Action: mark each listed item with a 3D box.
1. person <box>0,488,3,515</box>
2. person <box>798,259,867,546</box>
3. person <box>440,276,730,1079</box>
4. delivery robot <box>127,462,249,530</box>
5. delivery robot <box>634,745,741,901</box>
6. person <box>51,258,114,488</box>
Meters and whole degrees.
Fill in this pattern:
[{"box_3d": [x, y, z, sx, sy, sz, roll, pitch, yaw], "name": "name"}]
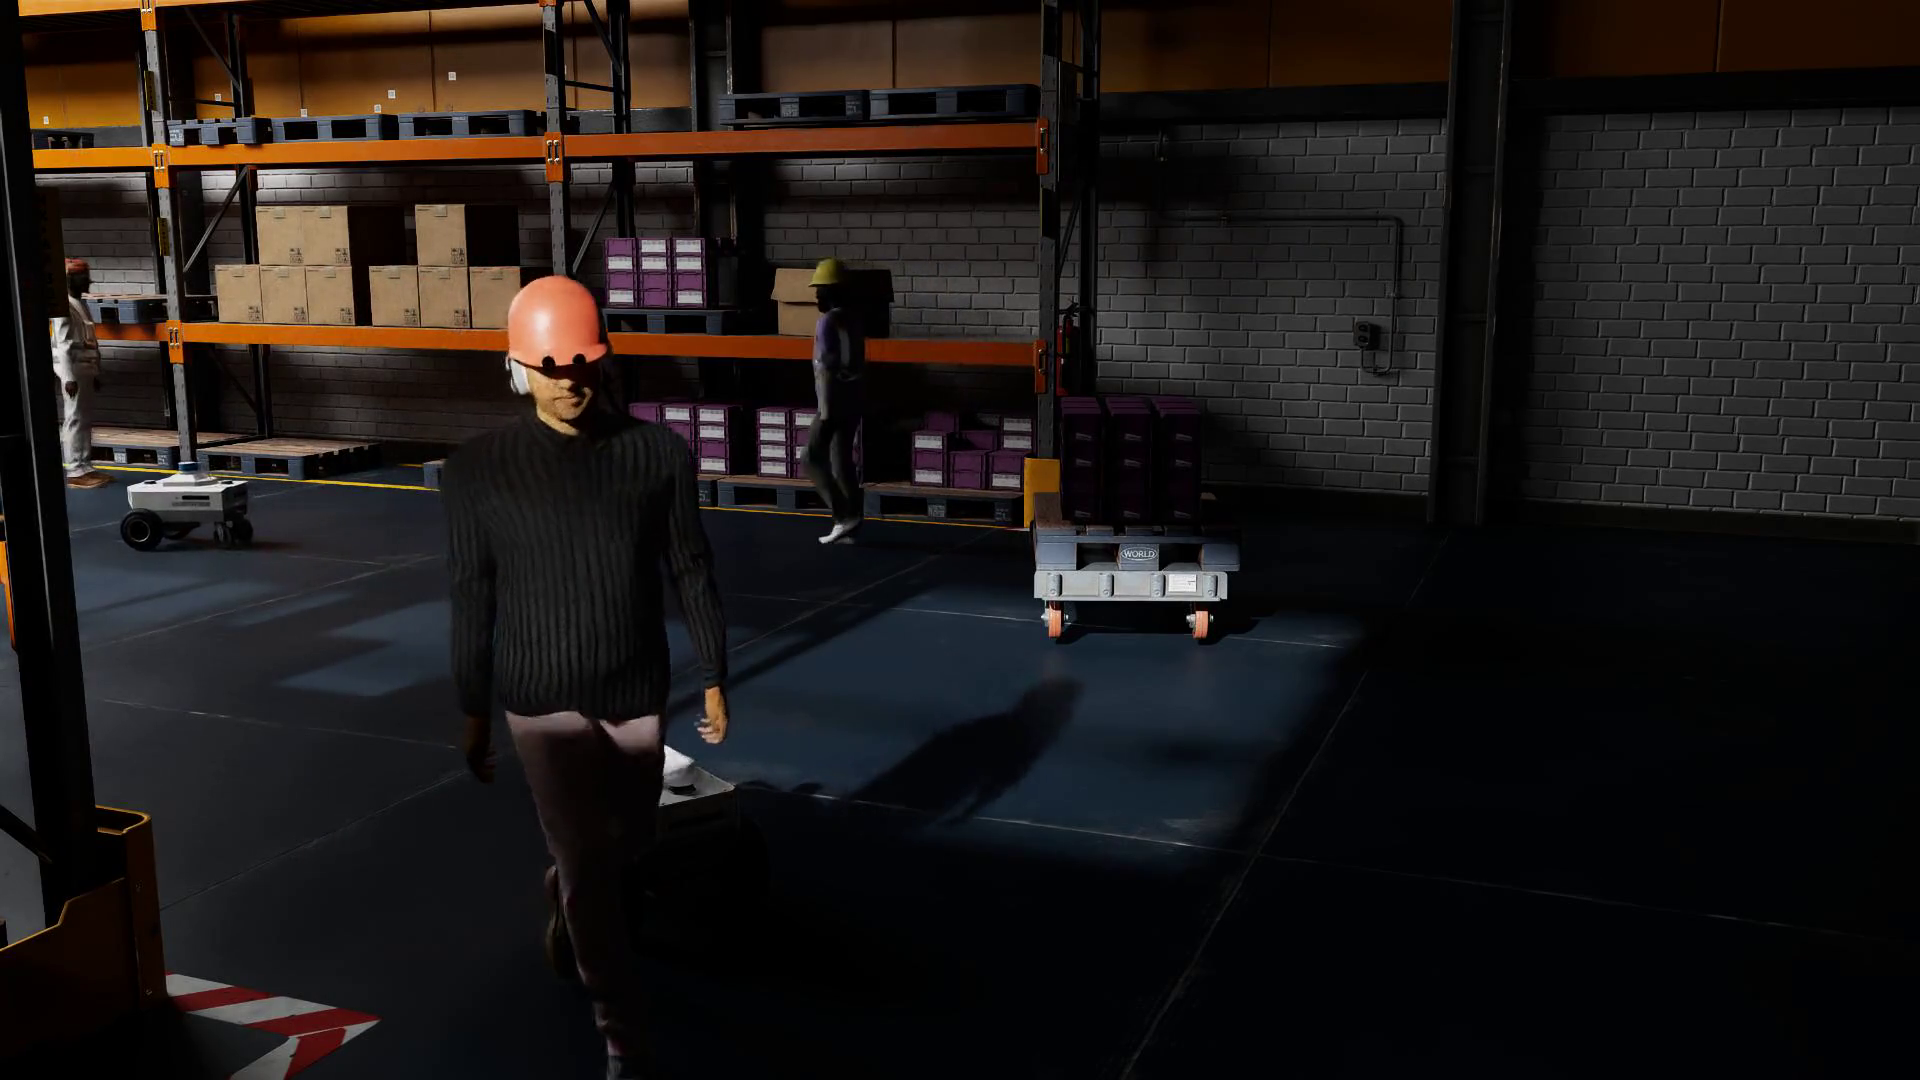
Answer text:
[{"box_3d": [-6.575, -0.805, 11.299, 0.472, 1.621, 0.528, 3, 11, 14], "name": "person"}, {"box_3d": [-0.832, -0.891, 10.984, 0.426, 1.907, 0.607, 4, 11, 20], "name": "person"}, {"box_3d": [-0.924, 0.327, 4.098, 0.649, 1.957, 0.907, -4, 11, -23], "name": "person"}, {"box_3d": [-5.132, -0.278, 11.080, 0.707, 0.478, 0.477, 0, 10, 1], "name": "delivery robot"}, {"box_3d": [-0.973, 0.795, 5.109, 0.477, 0.478, 0.707, -7, 13, -36], "name": "delivery robot"}, {"box_3d": [-7.277, -1.370, 13.728, 0.337, 1.882, 0.583, -2, 10, -12], "name": "person"}]
